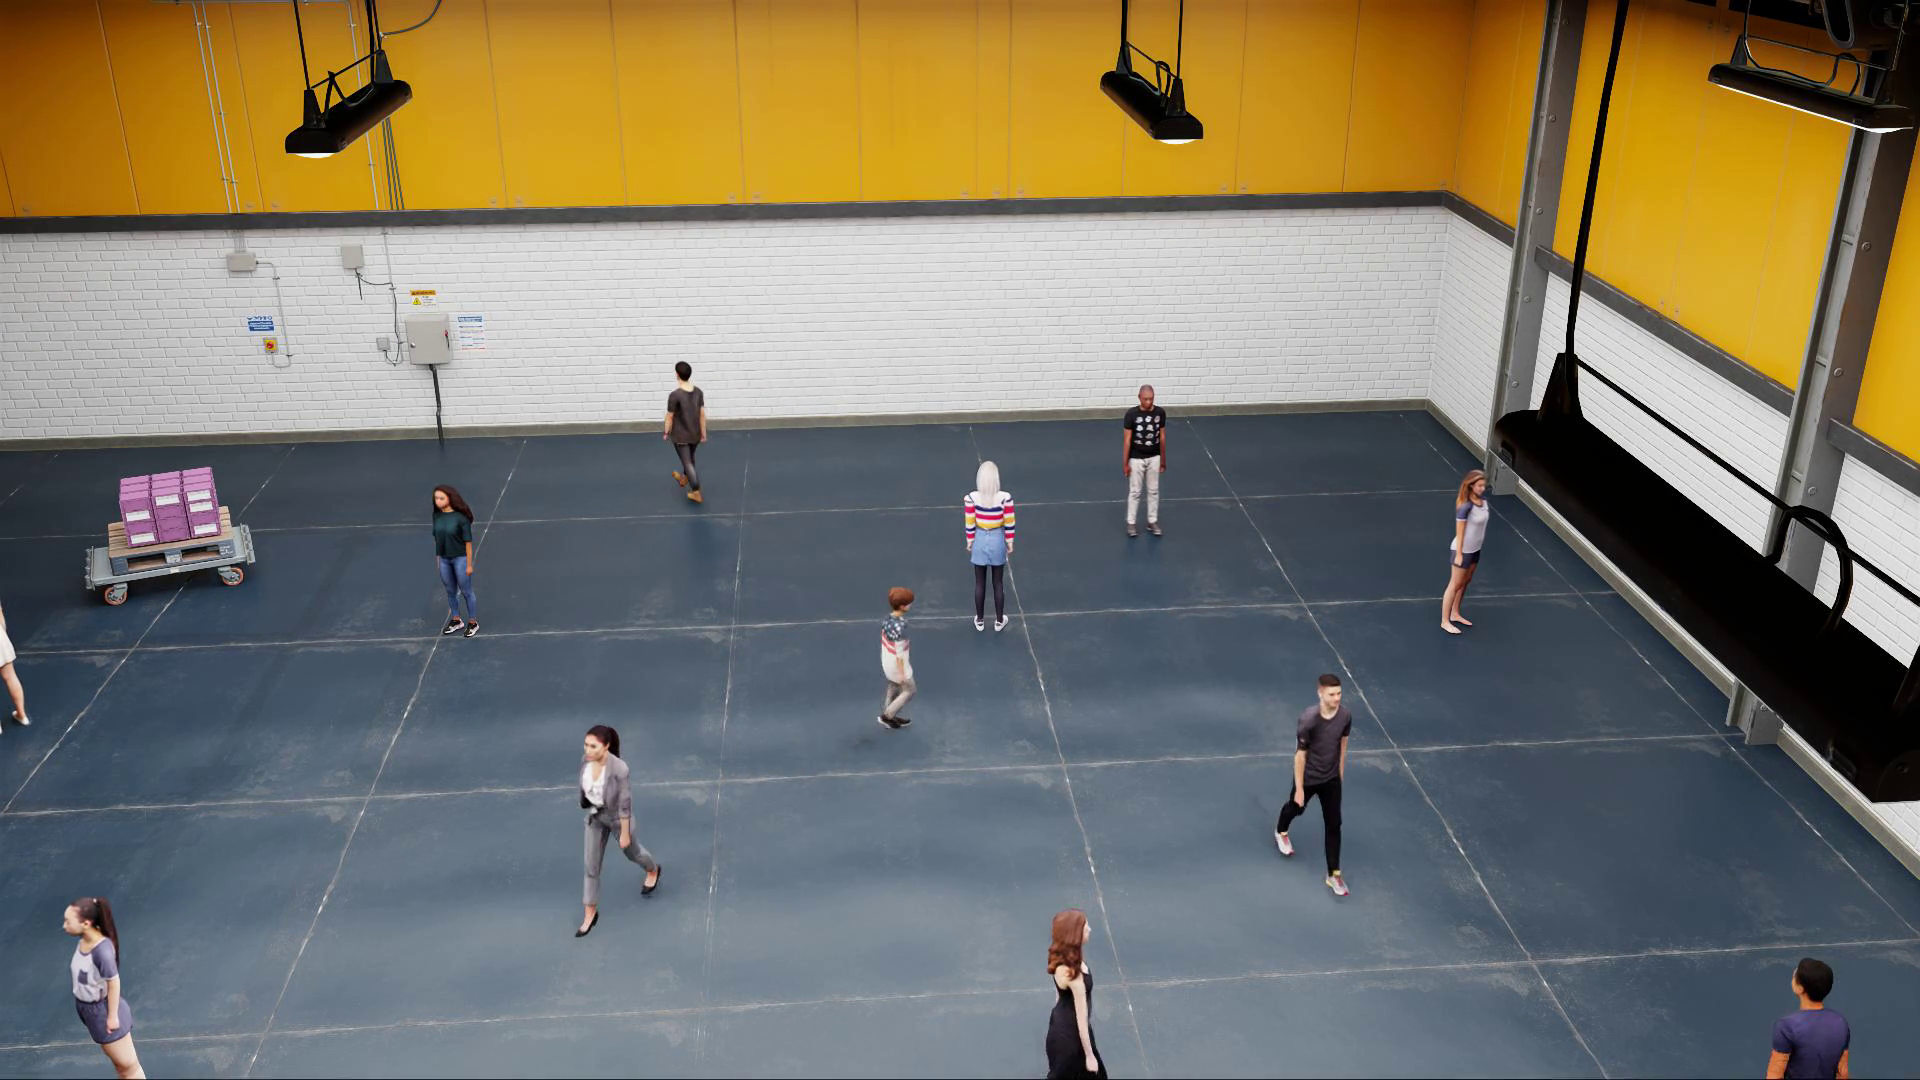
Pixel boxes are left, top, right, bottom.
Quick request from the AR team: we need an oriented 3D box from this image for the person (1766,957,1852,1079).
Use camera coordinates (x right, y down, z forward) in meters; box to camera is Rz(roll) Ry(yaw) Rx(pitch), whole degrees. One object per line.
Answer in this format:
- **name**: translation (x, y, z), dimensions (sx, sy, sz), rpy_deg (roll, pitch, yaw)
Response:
- **person**: translation (4.847, 3.281, 9.441), dimensions (0.825, 1.736, 1.206), rpy_deg (-7, 25, -16)

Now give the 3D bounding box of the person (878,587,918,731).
- **person**: translation (-0.620, 1.090, 14.829), dimensions (0.711, 1.435, 0.626), rpy_deg (-11, 26, -23)

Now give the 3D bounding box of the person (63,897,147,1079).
- **person**: translation (-5.310, 2.923, 10.367), dimensions (0.733, 1.651, 0.652), rpy_deg (-21, 31, -39)

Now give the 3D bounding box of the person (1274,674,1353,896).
- **person**: translation (2.711, 1.796, 12.856), dimensions (0.855, 1.722, 1.228), rpy_deg (-8, 25, -17)

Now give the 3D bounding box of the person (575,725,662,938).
- **person**: translation (-2.513, 2.076, 12.331), dimensions (1.013, 1.629, 1.185), rpy_deg (13, 27, 27)

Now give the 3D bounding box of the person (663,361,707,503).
- **person**: translation (-3.240, -1.258, 19.907), dimensions (0.997, 1.670, 1.128), rpy_deg (-20, 30, -38)

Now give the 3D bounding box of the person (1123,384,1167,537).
- **person**: translation (2.102, -0.930, 18.993), dimensions (0.682, 1.801, 0.640), rpy_deg (-5, 24, -10)

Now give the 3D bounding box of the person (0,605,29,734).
- **person**: translation (-8.719, 0.913, 14.890), dimensions (0.708, 1.710, 0.641), rpy_deg (17, 29, 34)

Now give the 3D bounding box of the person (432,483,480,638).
- **person**: translation (-5.065, 0.186, 16.672), dimensions (0.695, 1.616, 0.720), rpy_deg (8, 25, 17)

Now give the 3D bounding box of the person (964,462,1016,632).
- **person**: translation (0.293, 0.057, 16.723), dimensions (0.692, 1.811, 0.588), rpy_deg (2, 24, 5)

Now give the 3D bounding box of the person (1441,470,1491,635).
- **person**: translation (5.094, 0.090, 16.751), dimensions (0.683, 1.729, 0.725), rpy_deg (-22, 32, -40)

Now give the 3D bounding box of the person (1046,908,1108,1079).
- **person**: translation (0.574, 3.011, 10.081), dimensions (0.637, 1.718, 1.013), rpy_deg (-2, 24, -4)
